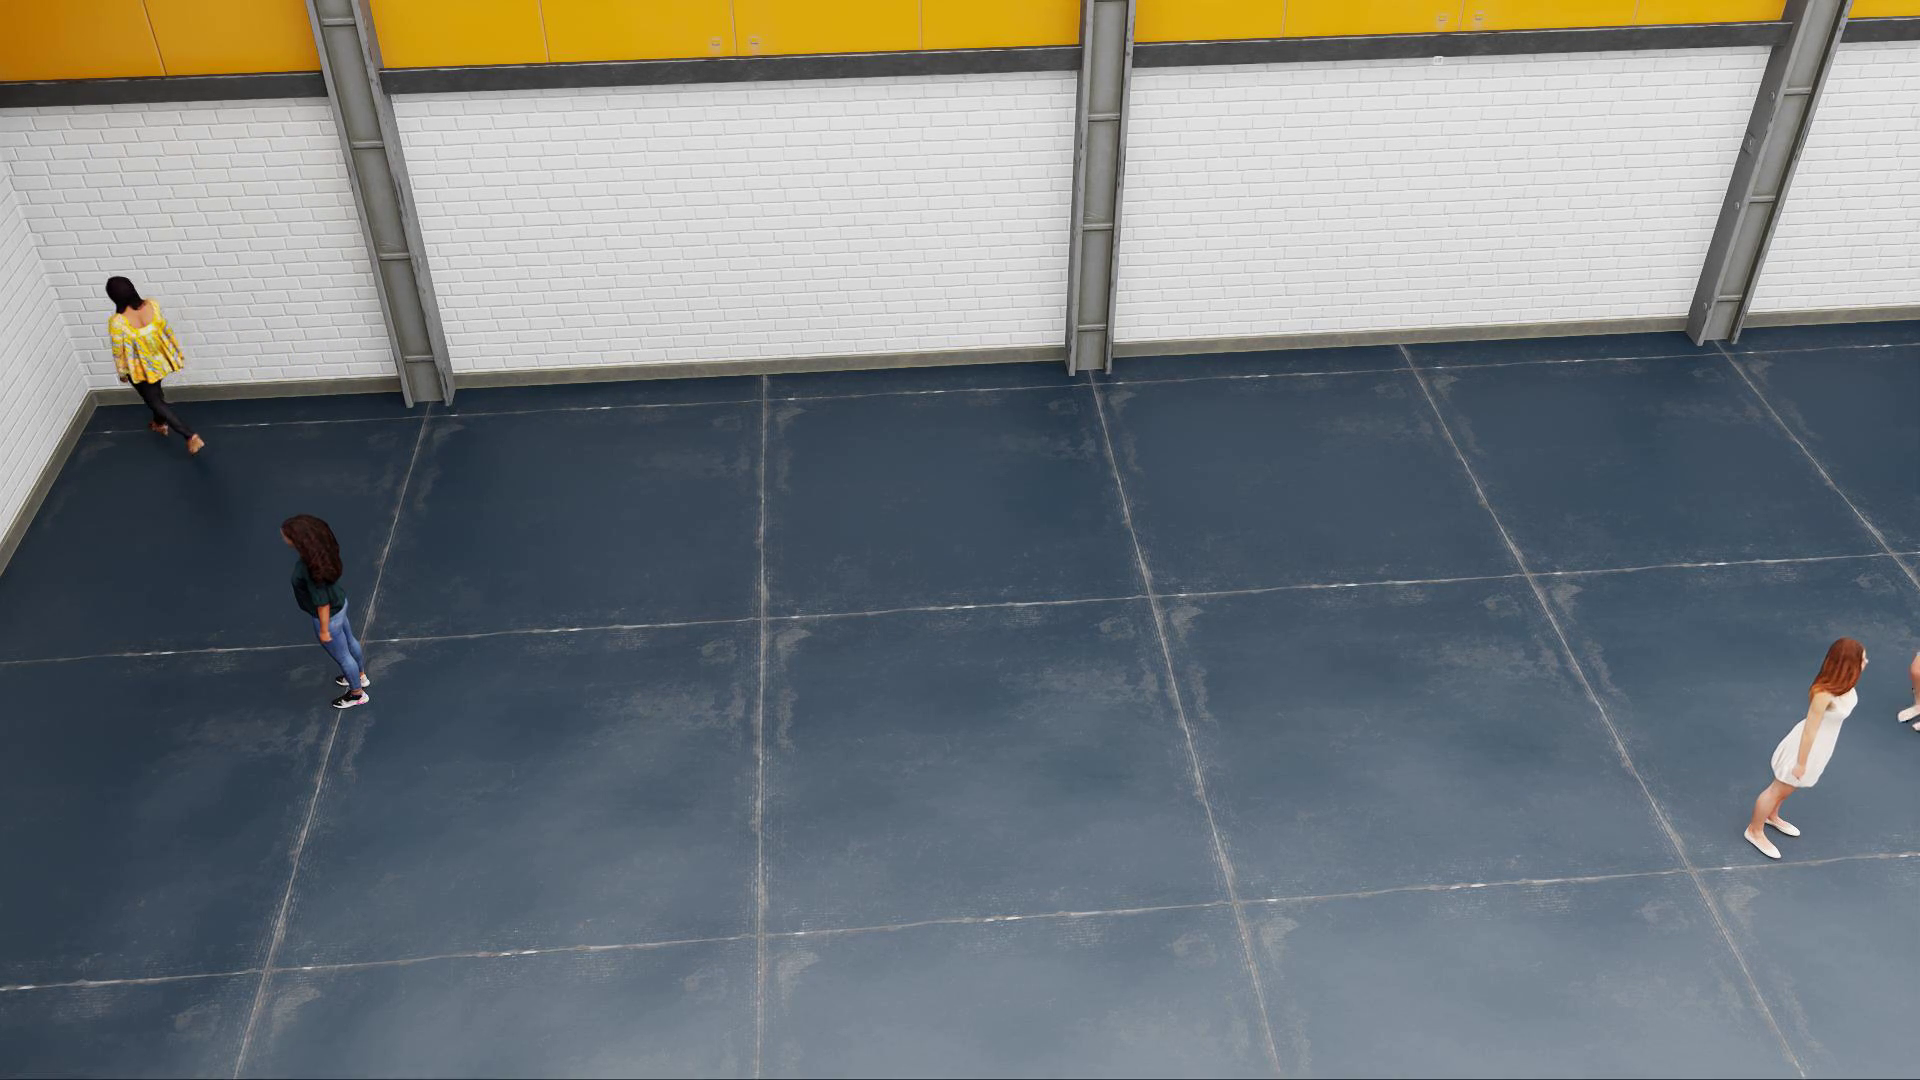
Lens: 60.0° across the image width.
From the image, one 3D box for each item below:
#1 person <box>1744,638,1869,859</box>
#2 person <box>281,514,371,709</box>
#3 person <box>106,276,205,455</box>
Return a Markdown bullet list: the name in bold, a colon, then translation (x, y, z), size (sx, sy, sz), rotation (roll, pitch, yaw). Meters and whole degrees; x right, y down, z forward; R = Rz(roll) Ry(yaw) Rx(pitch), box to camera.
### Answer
- **person**: translation (5.343, 1.274, 10.470), size (0.629, 1.713, 0.708), rotation (-30, 48, -32)
- **person**: translation (-4.379, 0.483, 11.538), size (0.588, 1.616, 0.596), rotation (-5, 39, -6)
- **person**: translation (-6.760, -1.434, 13.932), size (1.147, 1.624, 0.994), rotation (15, 41, 17)
